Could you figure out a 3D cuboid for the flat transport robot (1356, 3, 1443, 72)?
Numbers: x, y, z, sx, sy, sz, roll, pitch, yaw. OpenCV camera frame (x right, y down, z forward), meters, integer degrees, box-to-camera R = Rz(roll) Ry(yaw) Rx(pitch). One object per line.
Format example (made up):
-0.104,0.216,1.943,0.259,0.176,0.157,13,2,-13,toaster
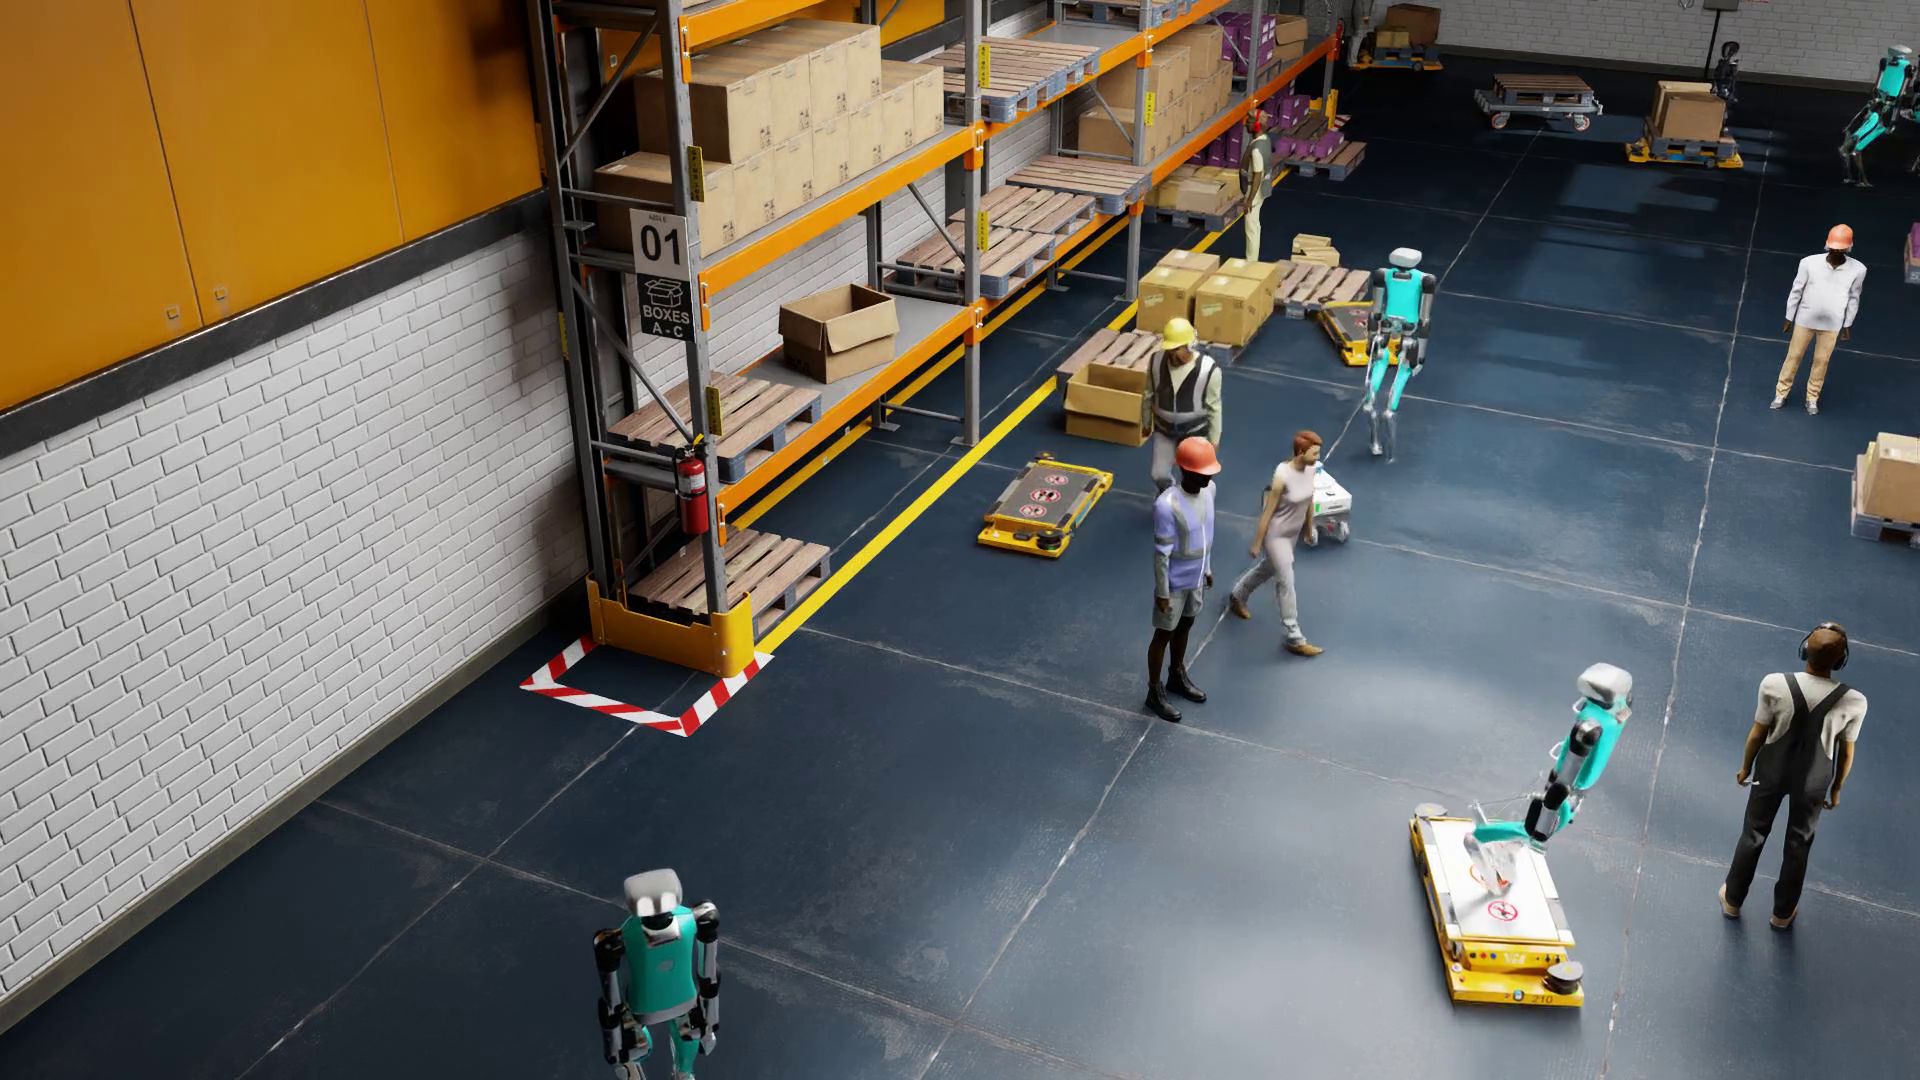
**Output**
7.188,-7.917,27.408,1.431,0.231,0.659,3,29,6,flat transport robot

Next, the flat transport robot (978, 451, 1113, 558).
0.700,-0.294,13.273,0.659,0.231,1.431,11,30,19,flat transport robot

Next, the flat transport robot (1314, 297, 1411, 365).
4.026,-2.087,16.598,0.659,0.231,1.431,-1,28,-3,flat transport robot

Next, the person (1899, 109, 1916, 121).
14.146,-6.854,23.737,0.987,1.873,0.566,15,32,25,person

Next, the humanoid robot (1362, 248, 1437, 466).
3.579,-1.471,13.984,0.563,1.842,0.820,17,33,28,humanoid robot

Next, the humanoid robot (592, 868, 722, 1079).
-1.365,2.092,7.359,0.540,1.834,0.748,-13,31,-23,humanoid robot

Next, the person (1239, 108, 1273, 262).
3.180,-3.740,18.002,0.390,1.845,0.563,6,29,10,person

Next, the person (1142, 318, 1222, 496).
1.700,-0.870,12.712,0.647,1.805,0.515,9,30,16,person

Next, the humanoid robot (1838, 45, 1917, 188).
11.536,-5.351,21.072,0.687,1.755,0.530,-7,29,-13,humanoid robot

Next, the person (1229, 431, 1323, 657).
2.171,-0.038,11.382,0.492,1.611,0.880,-25,37,-38,person

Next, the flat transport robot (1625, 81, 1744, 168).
9.754,-5.222,22.412,1.431,0.231,0.659,7,29,13,flat transport robot

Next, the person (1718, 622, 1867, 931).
4.374,1.247,8.755,0.507,1.846,0.344,14,31,24,person

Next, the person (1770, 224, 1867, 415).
7.650,-1.961,14.799,0.572,1.748,0.341,11,30,20,person

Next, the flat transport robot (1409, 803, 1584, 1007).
2.902,1.964,9.086,0.659,0.231,1.431,2,28,4,flat transport robot

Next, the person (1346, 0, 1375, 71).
6.534,-8.554,26.961,0.372,1.822,0.504,2,28,4,person

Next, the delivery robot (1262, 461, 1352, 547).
2.757,-0.343,13.044,0.499,0.577,0.769,-9,30,-16,delivery robot

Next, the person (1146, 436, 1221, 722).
1.431,0.227,10.550,0.363,1.939,0.542,25,37,38,person

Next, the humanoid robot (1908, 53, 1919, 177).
12.671,-5.575,21.552,0.743,1.806,0.531,-10,30,-18,humanoid robot

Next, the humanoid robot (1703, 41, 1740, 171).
9.969,-5.702,21.814,0.323,1.652,0.593,-1,28,-2,humanoid robot

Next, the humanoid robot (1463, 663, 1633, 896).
2.969,1.370,8.677,0.770,1.802,0.535,22,35,34,humanoid robot
